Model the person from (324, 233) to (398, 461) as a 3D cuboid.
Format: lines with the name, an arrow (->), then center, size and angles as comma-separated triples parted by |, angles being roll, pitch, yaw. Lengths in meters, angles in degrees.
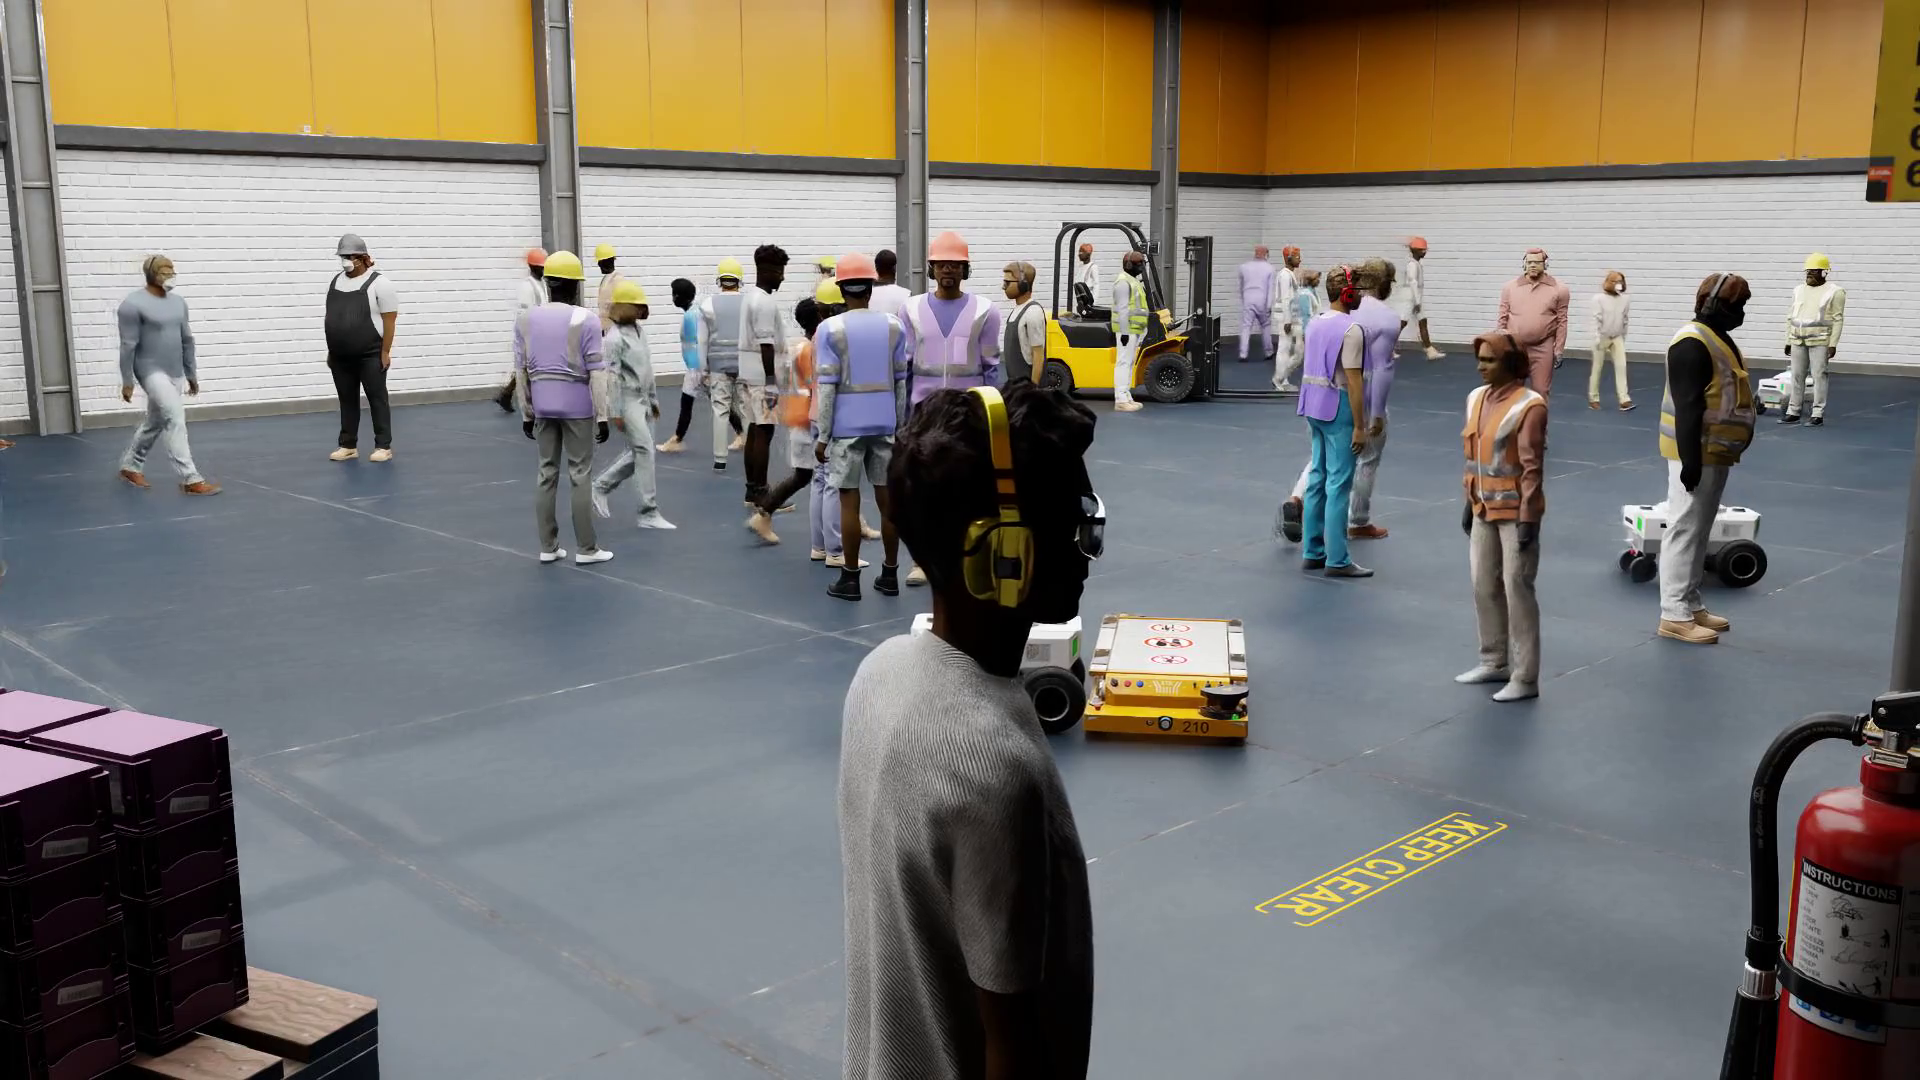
person -> -5.413, -1.719, 14.915 | 0.684, 2.000, 0.538 | 2, 11, 11

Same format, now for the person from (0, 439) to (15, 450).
person -> -9.260, -1.792, 15.776 | 0.328, 1.874, 0.521 | -3, 11, -15

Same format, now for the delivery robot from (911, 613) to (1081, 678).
delivery robot -> 0.152, 0.438, 6.953 | 0.707, 0.478, 0.477 | 1, 10, 4

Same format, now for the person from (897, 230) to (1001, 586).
person -> -0.073, -0.745, 9.591 | 0.608, 2.048, 0.365 | 1, 10, 4

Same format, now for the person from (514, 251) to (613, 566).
person -> -2.429, -0.805, 10.244 | 0.594, 1.924, 0.384 | 3, 11, 16

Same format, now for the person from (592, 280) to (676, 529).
person -> -2.297, -0.934, 11.522 | 0.681, 1.716, 0.507 | 2, 11, 13

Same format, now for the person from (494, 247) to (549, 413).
person -> -4.834, -2.338, 18.696 | 0.879, 1.898, 0.581 | 0, 10, 2

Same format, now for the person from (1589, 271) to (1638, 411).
person -> 7.530, -2.277, 19.168 | 0.508, 1.607, 0.715 | -1, 10, -8

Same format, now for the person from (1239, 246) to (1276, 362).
person -> 4.787, -3.789, 26.760 | 0.641, 1.842, 1.049 | 5, 12, 27

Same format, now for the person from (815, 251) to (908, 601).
person -> -0.560, -0.626, 9.259 | 0.542, 1.931, 0.375 | -5, 12, -26

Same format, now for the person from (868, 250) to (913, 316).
person -> -0.598, -1.623, 14.808 | 0.620, 1.880, 0.917 | 6, 12, 28

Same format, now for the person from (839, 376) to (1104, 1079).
person -> 0.030, 0.744, 1.952 | 0.328, 1.872, 0.514 | -4, 11, -20

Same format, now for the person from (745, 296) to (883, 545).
person -> -0.973, -0.775, 10.865 | 0.859, 1.635, 0.521 | 1, 10, 3

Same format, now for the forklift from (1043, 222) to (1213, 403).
forklift -> 1.935, -2.847, 20.651 | 2.313, 2.155, 1.214 | 2, 11, 13

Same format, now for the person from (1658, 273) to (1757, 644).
person -> 3.755, -0.416, 8.375 | 0.429, 1.837, 0.621 | 8, 13, 36

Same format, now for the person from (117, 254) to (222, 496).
person -> -6.310, -1.296, 13.065 | 1.023, 1.890, 0.633 | 3, 11, 14

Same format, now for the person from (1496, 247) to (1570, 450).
person -> 5.414, -1.812, 15.794 | 0.641, 1.908, 0.407 | 5, 11, 24

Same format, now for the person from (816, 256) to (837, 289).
person -> -1.694, -2.855, 21.895 | 0.628, 1.740, 0.559 | -4, 11, -19

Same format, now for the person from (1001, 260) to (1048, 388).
person -> 0.459, -1.084, 11.993 | 0.326, 1.842, 0.517 | -2, 11, -13

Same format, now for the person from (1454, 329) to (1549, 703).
person -> 2.379, -0.107, 7.279 | 0.334, 1.627, 0.523 | -3, 11, -16

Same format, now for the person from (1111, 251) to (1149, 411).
person -> 1.976, -2.421, 19.295 | 0.429, 1.840, 0.630 | 3, 11, 17

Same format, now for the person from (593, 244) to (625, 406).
person -> -4.166, -2.564, 19.862 | 0.381, 1.917, 0.586 | -6, 12, -28

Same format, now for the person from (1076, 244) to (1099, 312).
person -> 2.028, -3.786, 26.623 | 0.354, 1.881, 0.576 | -4, 11, -22

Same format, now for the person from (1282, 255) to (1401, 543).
person -> 2.499, -0.891, 10.817 | 0.860, 1.898, 0.665 | -6, 12, -29

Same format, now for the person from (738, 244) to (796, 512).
person -> -1.430, -1.189, 12.254 | 0.398, 1.957, 0.609 | -3, 11, -17

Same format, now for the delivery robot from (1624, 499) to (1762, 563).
delivery robot -> 4.290, -0.078, 9.771 | 0.707, 0.478, 0.477 | 1, 11, 8

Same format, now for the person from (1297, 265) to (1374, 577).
person -> 2.225, -0.701, 9.905 | 0.390, 1.843, 0.563 | -3, 11, -18

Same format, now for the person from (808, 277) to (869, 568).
person -> -0.763, -0.713, 10.176 | 0.309, 1.772, 0.525 | -4, 11, -23

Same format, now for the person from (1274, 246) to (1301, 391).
person -> 4.238, -2.845, 21.485 | 0.346, 1.883, 0.584 | 2, 11, 13

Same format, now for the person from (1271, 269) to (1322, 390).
person -> 4.391, -2.656, 21.213 | 0.805, 1.605, 0.526 | 6, 12, 31

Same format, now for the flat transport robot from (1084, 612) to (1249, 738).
flat transport robot -> 0.922, 0.562, 7.307 | 0.652, 0.197, 1.431 | 2, 10, 8

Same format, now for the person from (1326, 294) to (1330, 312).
person -> 4.905, -2.655, 21.157 | 0.524, 1.615, 0.495 | 3, 11, 14

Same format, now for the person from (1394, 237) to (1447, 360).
person -> 7.388, -3.926, 27.115 | 1.069, 1.990, 0.631 | 5, 11, 25

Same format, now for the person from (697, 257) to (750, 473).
person -> -1.939, -1.484, 14.201 | 0.590, 1.833, 0.404 | -1, 10, -8

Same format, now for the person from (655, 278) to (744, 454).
person -> -2.375, -1.615, 15.460 | 0.900, 1.637, 0.559 | -1, 10, -5

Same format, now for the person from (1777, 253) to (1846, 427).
person -> 9.038, -2.120, 17.670 | 0.404, 1.831, 0.600 | -6, 12, -30

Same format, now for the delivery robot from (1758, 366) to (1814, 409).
delivery robot -> 9.311, -1.710, 18.654 | 0.707, 0.478, 0.477 | -5, 11, -27
